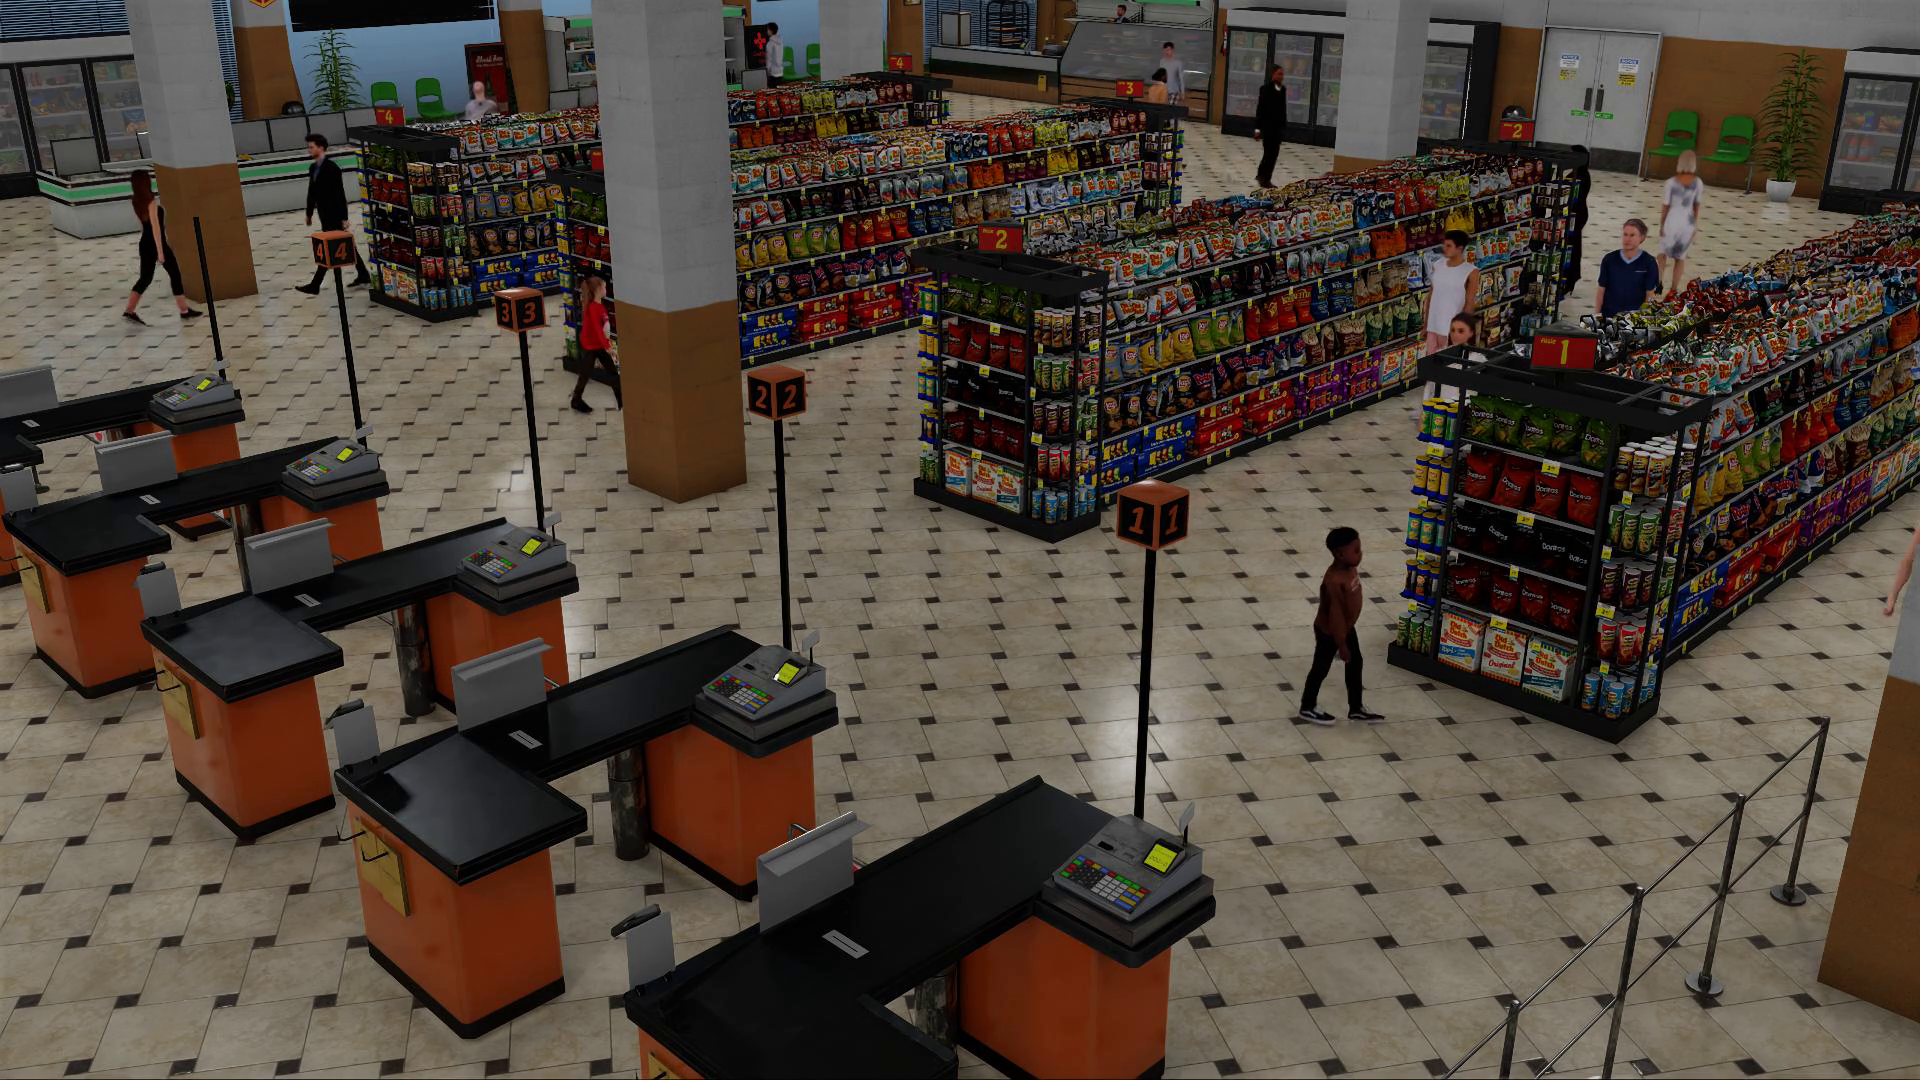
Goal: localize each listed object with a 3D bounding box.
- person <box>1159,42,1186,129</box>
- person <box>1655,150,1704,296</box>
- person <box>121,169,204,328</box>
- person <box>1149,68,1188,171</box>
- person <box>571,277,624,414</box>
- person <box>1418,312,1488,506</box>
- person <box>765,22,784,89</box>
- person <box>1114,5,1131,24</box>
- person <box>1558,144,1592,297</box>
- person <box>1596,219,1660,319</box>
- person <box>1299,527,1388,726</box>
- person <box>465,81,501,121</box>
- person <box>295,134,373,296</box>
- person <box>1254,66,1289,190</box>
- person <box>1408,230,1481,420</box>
[{"bbox_3d":[3.912,-8.224,30.619,0.703,1.816,0.934,13,25,30],"label":"person"},{"bbox_3d":[8.323,-3.599,19.218,0.702,1.735,0.746,7,23,17],"label":"person"},{"bbox_3d":[-8.888,-3.147,18.152,0.722,1.691,1.163,14,26,32],"label":"person"},{"bbox_3d":[3.155,-6.784,27.179,1.232,1.708,0.940,-10,24,-23],"label":"person"},{"bbox_3d":[-3.412,-1.774,15.326,0.873,1.249,0.877,3,22,8],"label":"person"},{"bbox_3d":[3.747,-0.908,12.620,0.765,1.660,1.121,14,26,31],"label":"person"},{"bbox_3d":[-3.705,-9.416,33.433,0.825,1.930,0.688,8,23,18],"label":"person"},{"bbox_3d":[3.720,-11.421,38.506,0.565,1.868,0.621,-20,29,-40],"label":"person"},{"bbox_3d":[7.242,-3.782,19.643,0.808,1.757,0.683,9,24,21],"label":"person"},{"bbox_3d":[5.928,-1.954,14.942,0.699,1.870,0.610,14,26,30],"label":"person"},{"bbox_3d":[2.116,0.506,9.665,0.670,1.239,0.703,14,26,31],"label":"person"},{"bbox_3d":[-7.077,-5.867,24.800,1.236,1.780,1.223,-2,22,-5],"label":"person"},{"bbox_3d":[-7.361,-3.831,19.658,1.179,1.837,0.713,-20,29,-41],"label":"person"},{"bbox_3d":[4.851,-6.501,26.218,0.691,1.899,0.853,-13,25,-29],"label":"person"},{"bbox_3d":[4.399,-1.914,14.960,0.619,1.782,0.671,-15,26,-32],"label":"person"}]
